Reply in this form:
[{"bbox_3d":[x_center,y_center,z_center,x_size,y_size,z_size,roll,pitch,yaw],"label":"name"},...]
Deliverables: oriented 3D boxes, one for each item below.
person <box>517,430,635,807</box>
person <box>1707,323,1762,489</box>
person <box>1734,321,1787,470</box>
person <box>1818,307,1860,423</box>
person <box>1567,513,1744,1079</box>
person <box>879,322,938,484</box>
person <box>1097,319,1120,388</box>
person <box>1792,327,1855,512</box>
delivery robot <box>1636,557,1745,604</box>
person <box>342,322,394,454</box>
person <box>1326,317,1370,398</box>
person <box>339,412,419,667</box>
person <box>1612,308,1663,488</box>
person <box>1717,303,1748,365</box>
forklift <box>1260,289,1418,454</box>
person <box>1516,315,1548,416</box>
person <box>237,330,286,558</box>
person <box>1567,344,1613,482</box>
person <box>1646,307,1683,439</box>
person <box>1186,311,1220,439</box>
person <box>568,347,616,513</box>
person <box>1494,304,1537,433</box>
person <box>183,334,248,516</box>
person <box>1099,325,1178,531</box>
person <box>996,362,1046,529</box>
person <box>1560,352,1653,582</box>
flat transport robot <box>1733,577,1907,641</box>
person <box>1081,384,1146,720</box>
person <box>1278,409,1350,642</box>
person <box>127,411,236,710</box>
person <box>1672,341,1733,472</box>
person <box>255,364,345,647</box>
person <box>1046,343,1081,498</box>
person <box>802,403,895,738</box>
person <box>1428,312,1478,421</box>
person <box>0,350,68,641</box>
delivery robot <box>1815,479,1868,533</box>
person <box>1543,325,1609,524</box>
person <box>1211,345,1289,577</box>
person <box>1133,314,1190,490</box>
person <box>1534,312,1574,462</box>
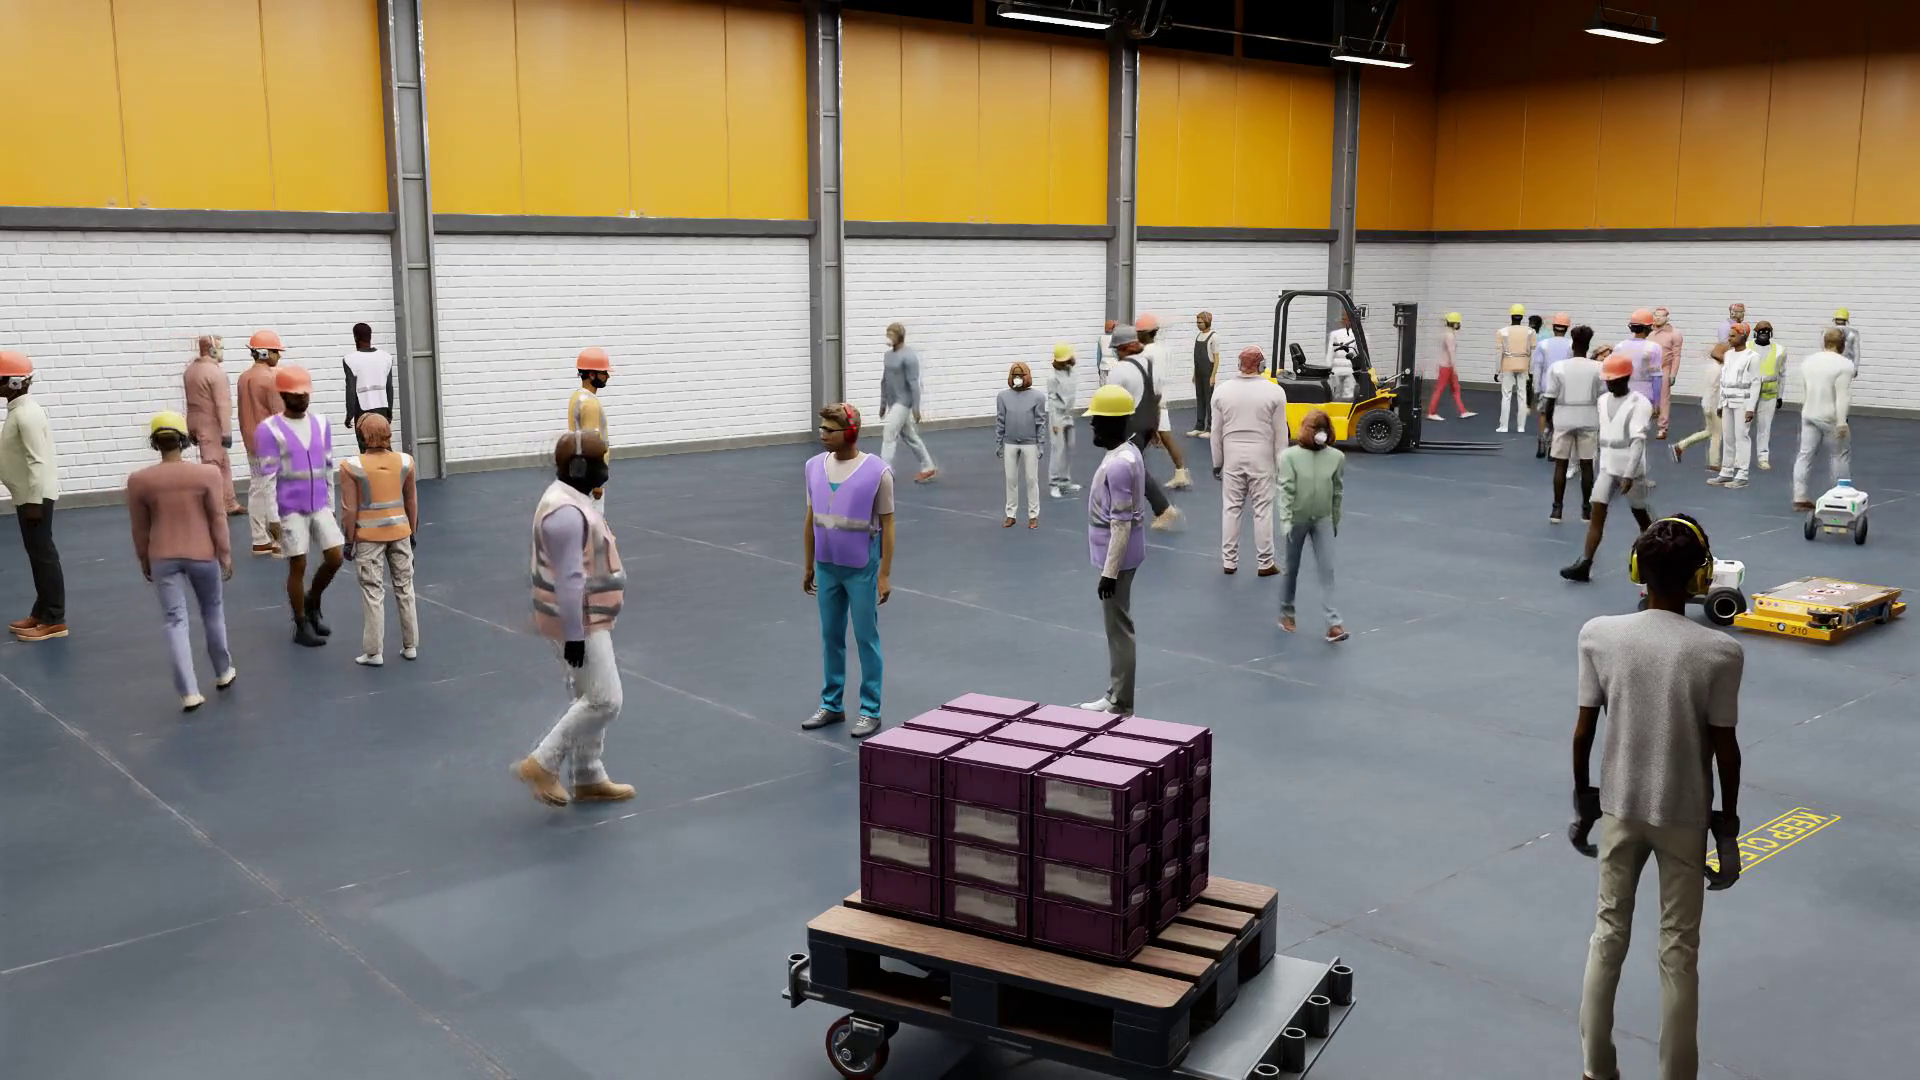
[{"bbox_3d":[-1.807,0.389,7.886,0.456,1.823,0.645,-1,10,-8],"label":"person"},{"bbox_3d":[8.843,-1.527,18.940,0.337,1.882,0.584,-2,10,-11],"label":"person"},{"bbox_3d":[9.884,-1.790,20.603,0.625,1.844,0.429,2,10,14],"label":"person"},{"bbox_3d":[13.869,-2.751,26.261,0.598,1.828,0.404,6,12,33],"label":"person"},{"bbox_3d":[2.116,0.850,5.073,0.521,1.869,0.328,8,13,40],"label":"person"},{"bbox_3d":[-0.679,-1.543,19.050,1.047,1.893,0.642,-5,11,-26],"label":"person"},{"bbox_3d":[2.409,-2.710,26.589,0.521,1.636,0.311,9,13,43],"label":"person"},{"bbox_3d":[9.040,-1.239,17.194,0.921,1.899,0.656,-3,10,-18],"label":"person"},{"bbox_3d":[5.315,0.254,12.124,0.707,0.478,0.477,3,10,19],"label":"delivery robot"},{"bbox_3d":[-6.462,-1.418,18.212,0.393,1.916,0.591,7,12,36],"label":"person"},{"bbox_3d":[5.656,-2.422,24.261,0.596,1.850,0.637,4,11,24],"label":"person"},{"bbox_3d":[-3.729,-0.002,10.724,0.514,1.641,0.307,-9,13,-43],"label":"person"},{"bbox_3d":[7.704,-1.606,18.921,0.368,2.048,0.608,-7,12,-35],"label":"person"},{"bbox_3d":[12.140,-2.761,26.099,0.642,1.909,0.409,-8,12,-38],"label":"person"},{"bbox_3d":[5.034,-2.339,22.783,2.313,2.155,1.214,3,10,16],"label":"forklift"},{"bbox_3d":[9.552,-2.871,27.407,0.638,1.673,0.552,-2,10,-13],"label":"person"},{"bbox_3d":[-6.077,-0.841,14.613,0.612,1.990,0.392,7,12,36],"label":"person"},{"bbox_3d":[7.369,-1.479,19.443,0.550,1.617,0.332,4,10,21],"label":"person"},{"bbox_3d":[10.064,-2.412,24.056,0.410,1.909,0.642,-9,13,-42],"label":"person"},{"bbox_3d":[3.549,-2.390,24.128,0.344,1.839,0.505,-5,11,-28],"label":"person"},{"bbox_3d":[-2.868,-0.541,13.035,0.383,1.932,0.541,-4,11,-23],"label":"person"},{"bbox_3d":[8.260,-2.548,24.787,0.590,1.927,0.367,1,10,3],"label":"person"},{"bbox_3d":[-7.532,-1.112,16.561,0.655,1.877,0.889,8,13,41],"label":"person"},{"bbox_3d":[1.733,-1.121,16.103,0.969,2.000,0.688,8,12,38],"label":"person"},{"bbox_3d":[0.587,-0.916,16.125,0.501,1.626,0.282,3,10,17],"label":"person"},{"bbox_3d":[5.359,-0.582,13.486,1.035,1.873,0.561,-5,11,-28],"label":"person"},{"bbox_3d":[6.188,0.475,11.931,1.431,0.197,0.652,-9,13,-42],"label":"flat transport robot"},{"bbox_3d":[0.856,0.094,9.323,0.363,1.928,0.587,1,10,6],"label":"person"},{"bbox_3d":[2.423,-0.096,11.418,0.506,1.593,0.847,-1,10,-8],"label":"person"},{"bbox_3d":[-4.586,0.100,9.846,0.539,1.721,0.830,-3,10,-18],"label":"person"},{"bbox_3d":[9.156,-1.637,20.403,0.620,1.611,0.500,4,11,24],"label":"person"},{"bbox_3d":[-4.433,-0.228,11.219,0.392,1.920,0.559,7,12,37],"label":"person"},{"bbox_3d":[1.160,-1.318,18.260,0.419,1.698,0.659,8,13,39],"label":"person"},{"bbox_3d":[-0.613,0.158,9.191,0.573,1.841,0.374,6,11,31],"label":"person"},{"bbox_3d":[7.921,-2.761,26.585,0.848,1.726,0.555,2,10,14],"label":"person"},{"bbox_3d":[-6.423,-0.305,11.456,0.390,1.995,0.613,-6,12,-33],"label":"person"},{"bbox_3d":[8.215,-0.321,15.491,0.477,0.478,0.707,7,12,36],"label":"delivery robot"},{"bbox_3d":[6.087,-1.140,16.431,0.612,1.963,0.361,3,10,17],"label":"person"},{"bbox_3d":[2.399,-0.653,13.751,0.638,1.911,0.402,5,11,25],"label":"person"},{"bbox_3d":[2.165,-1.557,18.820,1.068,1.988,0.620,8,12,38],"label":"person"},{"bbox_3d":[7.686,-1.968,21.421,0.545,1.917,0.523,4,11,24],"label":"person"}]
